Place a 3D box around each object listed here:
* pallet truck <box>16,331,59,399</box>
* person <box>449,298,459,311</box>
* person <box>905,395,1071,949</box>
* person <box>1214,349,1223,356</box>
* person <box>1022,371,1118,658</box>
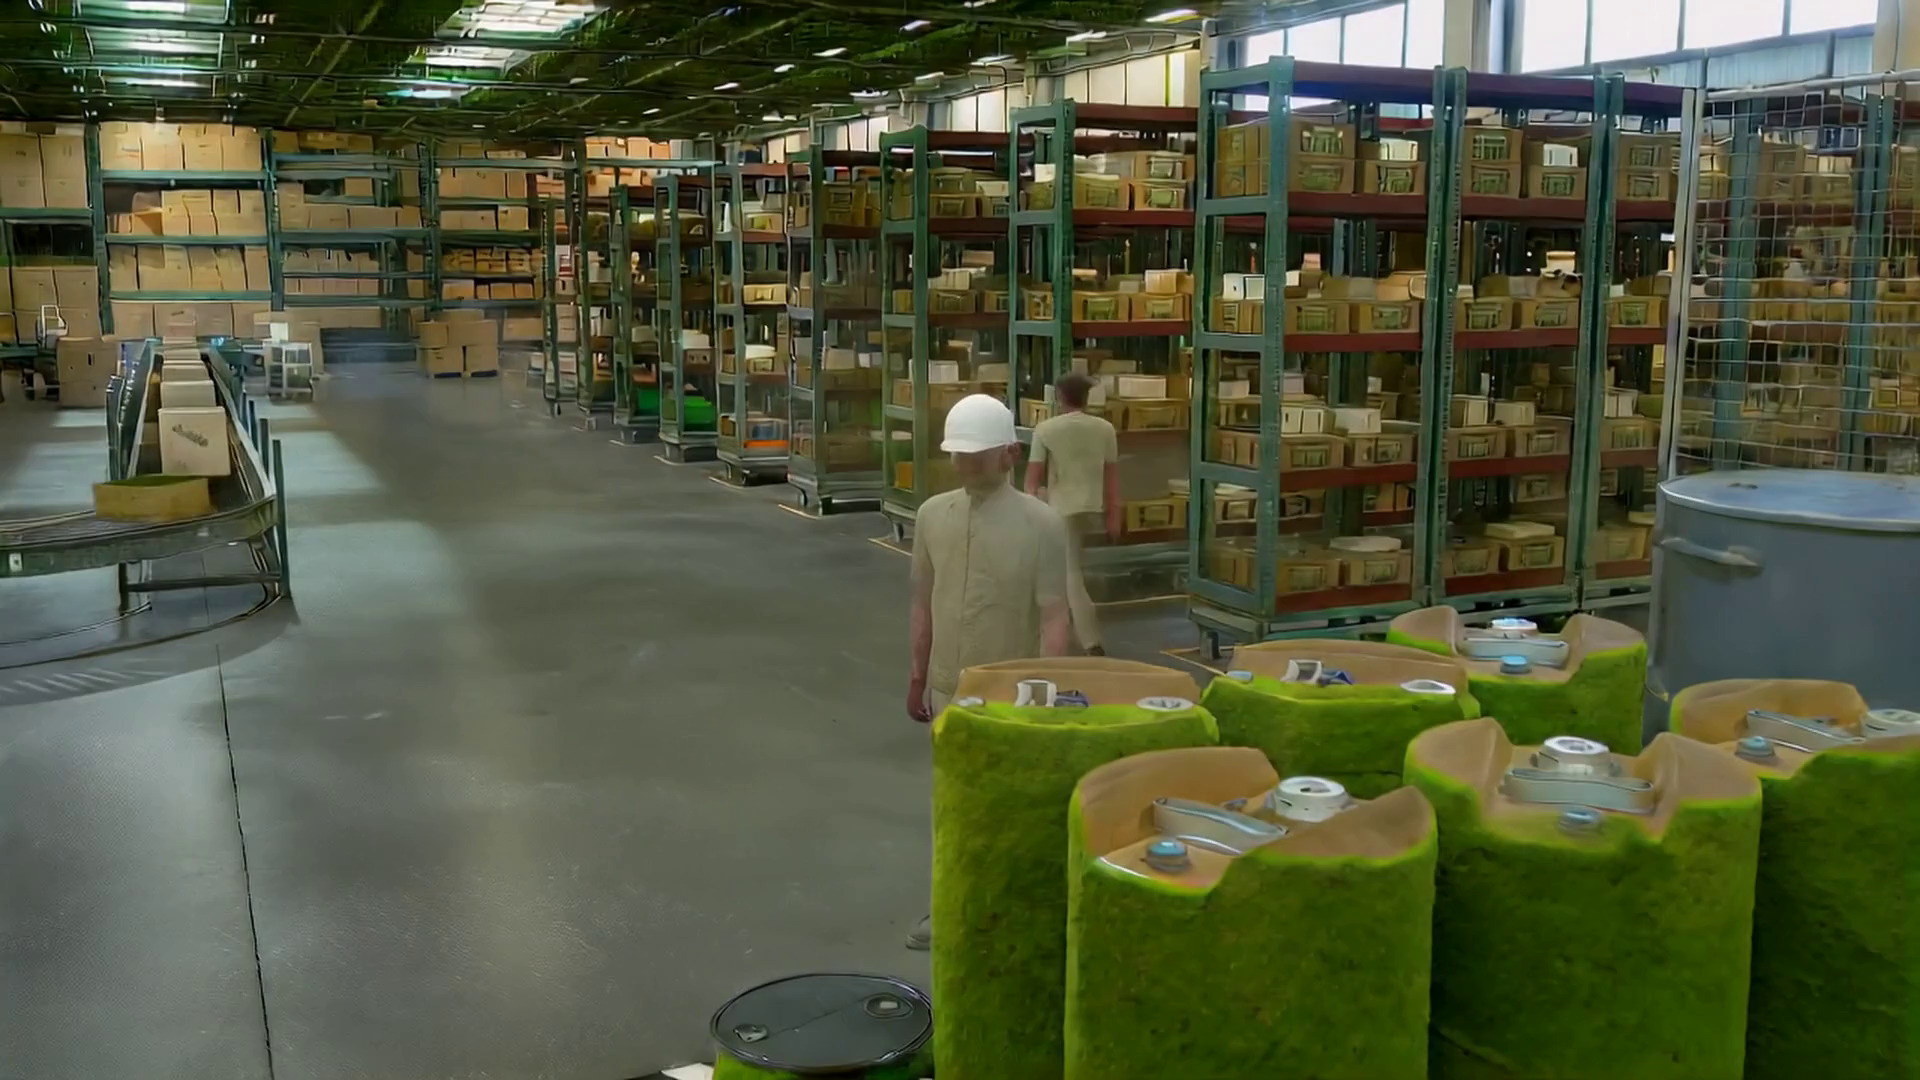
[{"bbox_3d":[-17.082,-3.353,31.781,1.630,1.274,0.653,-4,10,-25],"label":"pallet truck"},{"bbox_3d":[-13.524,-5.647,44.735,0.945,1.715,0.538,-4,10,-23],"label":"person"},{"bbox_3d":[0.075,0.487,5.808,0.626,1.991,0.393,5,10,29],"label":"person"},{"bbox_3d":[3.449,-2.243,23.246,0.590,1.833,0.403,5,11,30],"label":"person"},{"bbox_3d":[0.717,-0.157,10.453,0.574,1.796,0.966,-5,10,-28],"label":"person"}]
